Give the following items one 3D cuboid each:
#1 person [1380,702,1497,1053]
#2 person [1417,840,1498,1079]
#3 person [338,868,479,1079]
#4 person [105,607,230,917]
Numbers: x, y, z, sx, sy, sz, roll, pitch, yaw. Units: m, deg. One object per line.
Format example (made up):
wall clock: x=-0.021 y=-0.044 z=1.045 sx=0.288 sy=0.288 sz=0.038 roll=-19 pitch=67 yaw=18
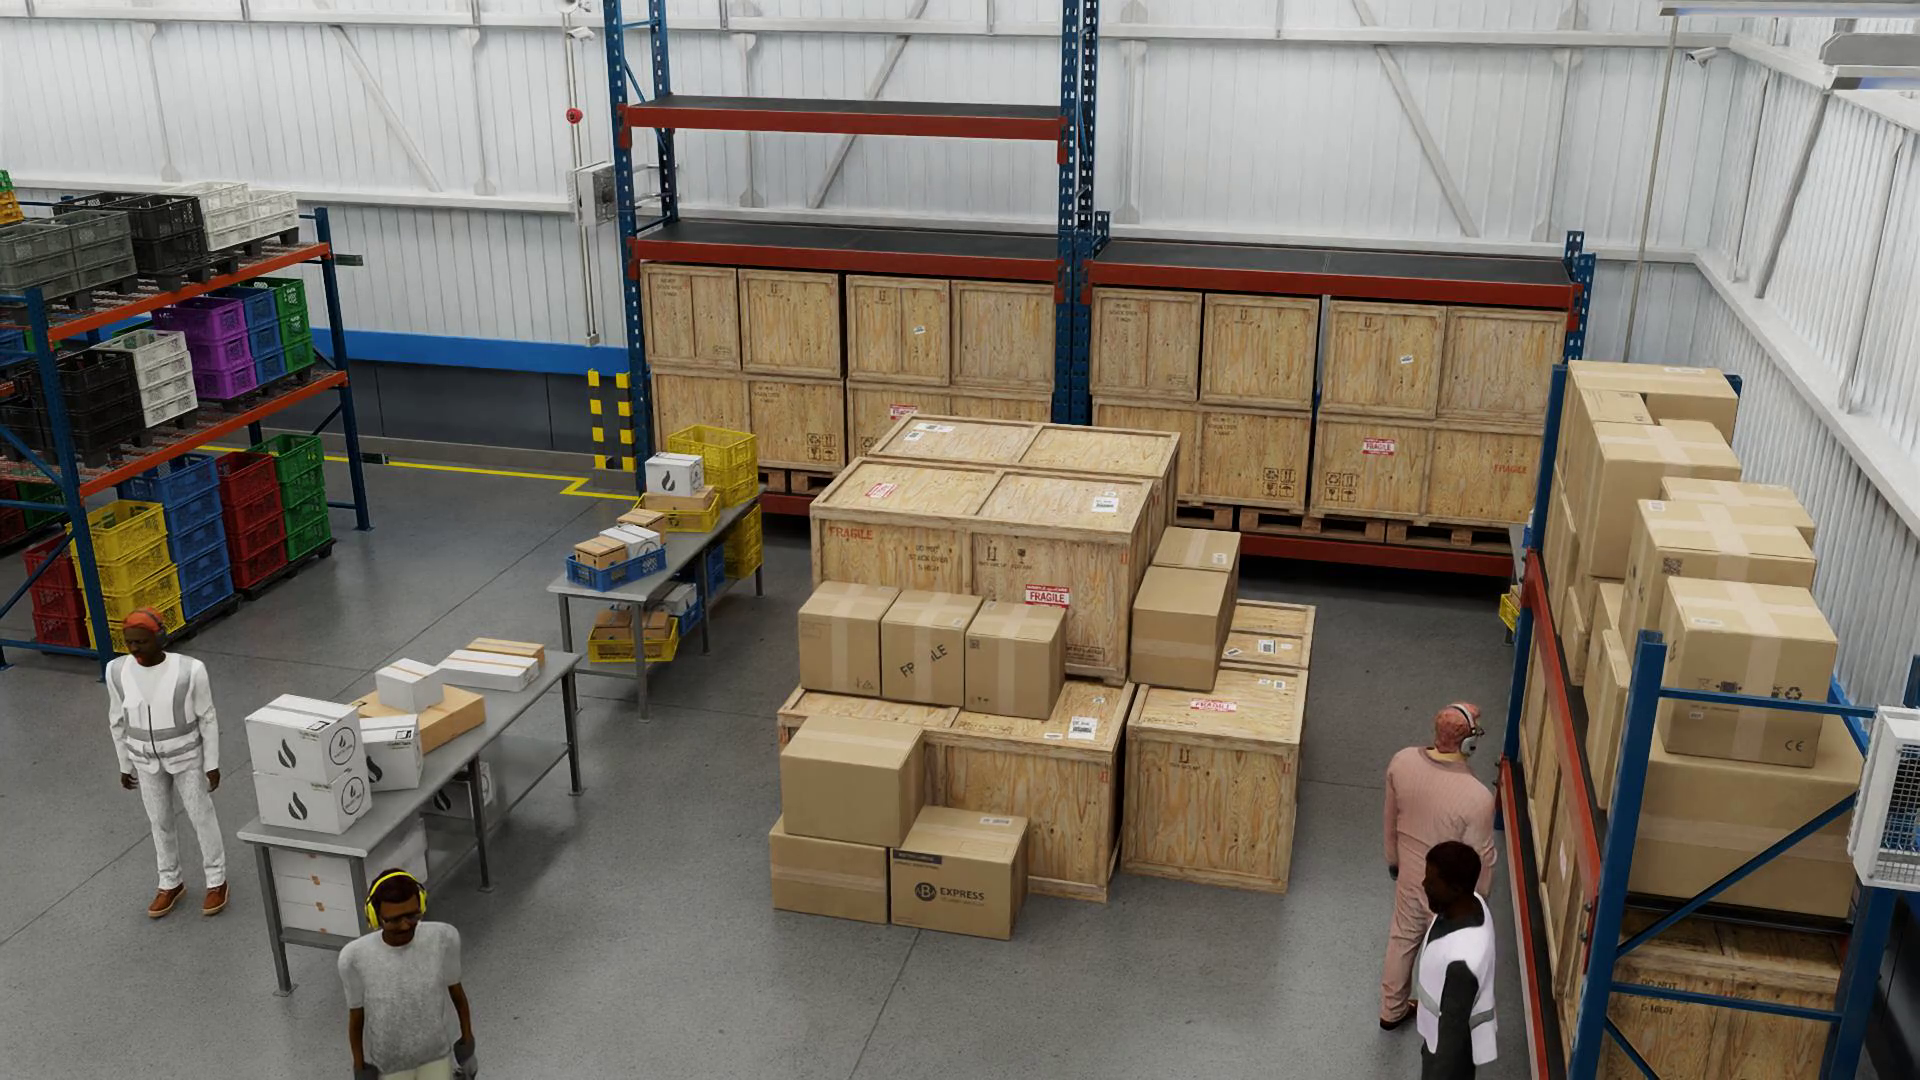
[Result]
person: x=2.408 y=1.686 z=8.323 sx=0.408 sy=1.905 sz=0.653 roll=-12 pitch=24 yaw=-29
person: x=2.088 y=2.144 z=7.131 sx=0.411 sy=1.908 sz=0.595 roll=6 pitch=22 yaw=14
person: x=-2.308 y=2.204 z=7.037 sx=0.508 sy=1.863 sz=0.321 roll=-10 pitch=23 yaw=-25
person: x=-4.502 y=1.263 z=9.463 sx=0.576 sy=1.883 sz=0.354 roll=-1 pitch=21 yaw=-3
